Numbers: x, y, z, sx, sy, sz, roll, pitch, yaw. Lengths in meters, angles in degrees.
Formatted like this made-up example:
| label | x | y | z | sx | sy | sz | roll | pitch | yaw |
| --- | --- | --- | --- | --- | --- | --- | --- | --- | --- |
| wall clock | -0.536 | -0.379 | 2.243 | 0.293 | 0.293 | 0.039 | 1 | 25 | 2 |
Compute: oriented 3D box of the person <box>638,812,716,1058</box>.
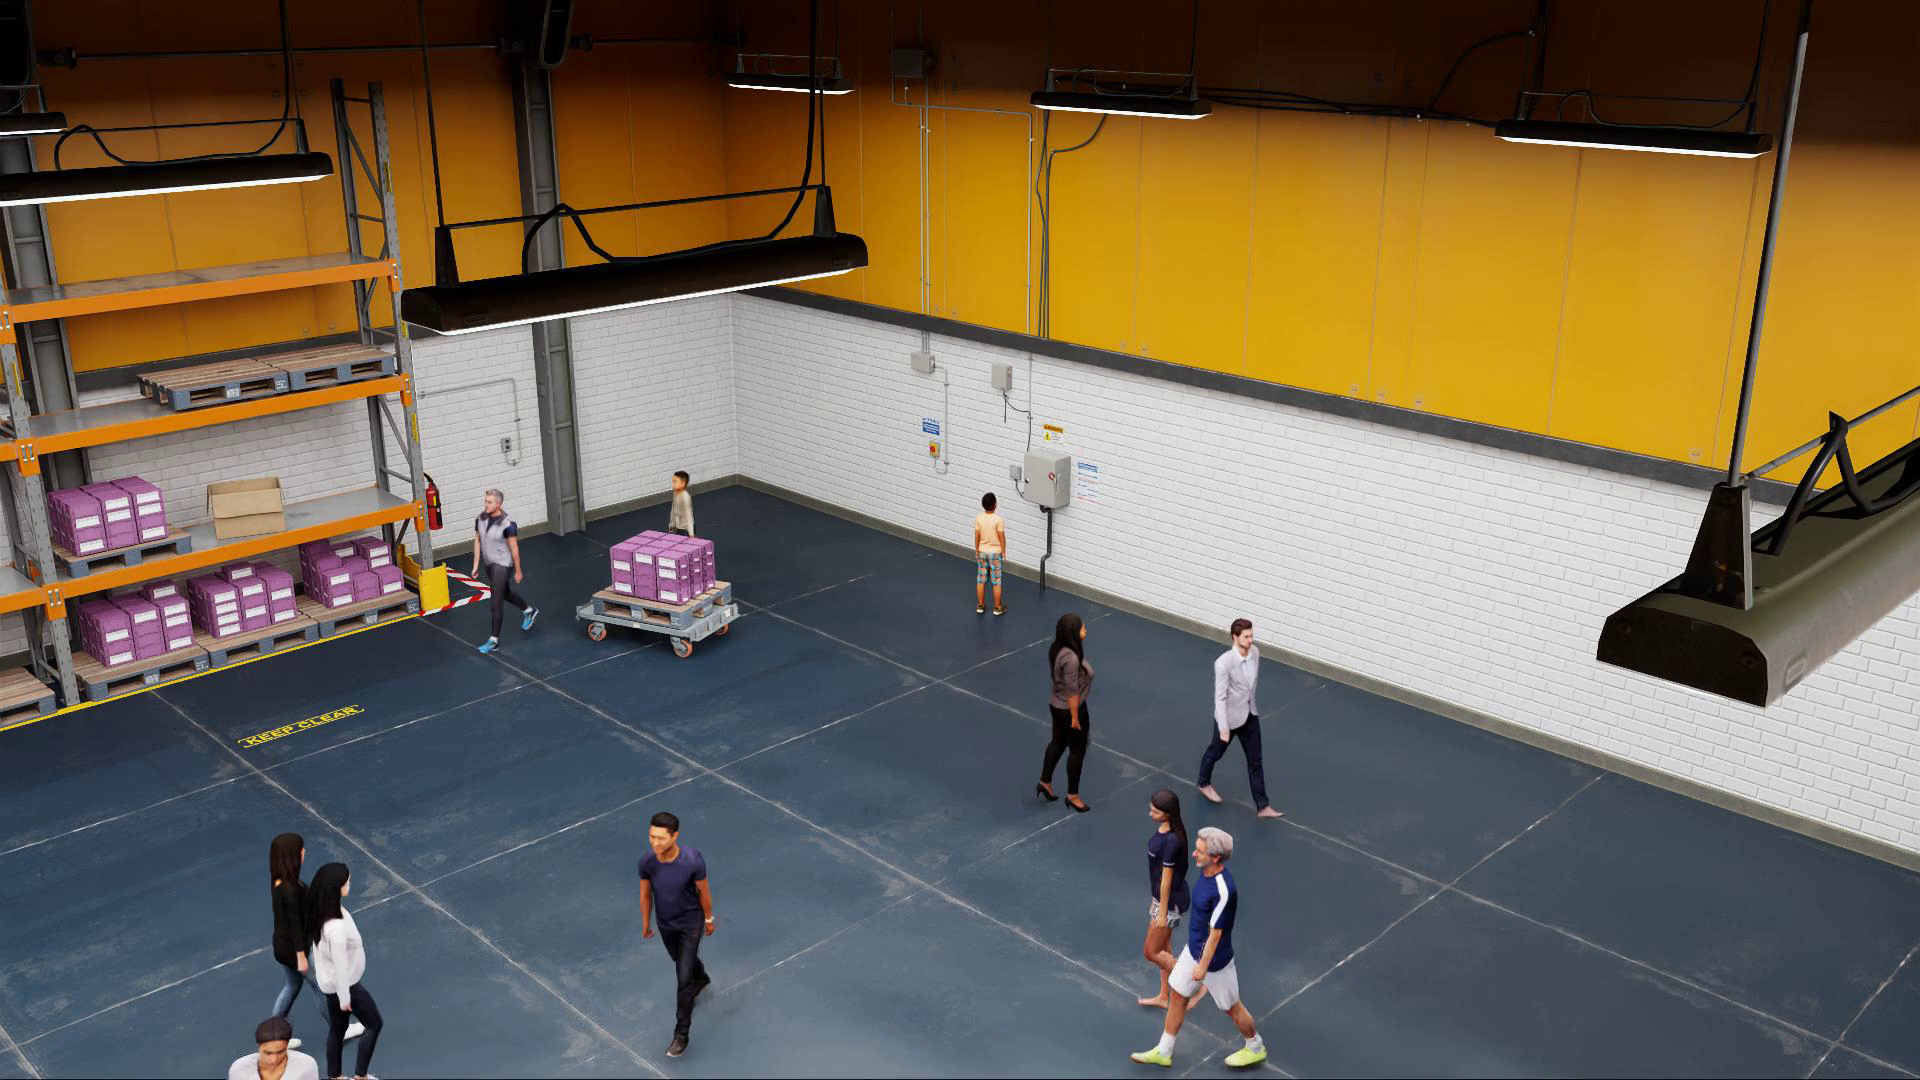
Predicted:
| label | x | y | z | sx | sy | sz | roll | pitch | yaw |
| --- | --- | --- | --- | --- | --- | --- | --- | --- | --- |
| person | -1.906 | 2.614 | 11.547 | 1.016 | 1.737 | 1.230 | 5 | 19 | 15 |

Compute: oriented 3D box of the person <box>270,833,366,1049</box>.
| label | x | y | z | sx | sy | sz | roll | pitch | yaw |
| --- | --- | --- | --- | --- | --- | --- | --- | --- | --- |
| person | -4.571 | 2.761 | 11.285 | 0.940 | 1.625 | 0.673 | -14 | 23 | -35 |

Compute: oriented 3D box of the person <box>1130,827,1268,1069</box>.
| label | x | y | z | sx | sy | sz | roll | pitch | yaw |
| --- | --- | --- | --- | --- | --- | --- | --- | --- | --- |
| person | 1.744 | 2.752 | 11.037 | 1.228 | 1.801 | 1.035 | -4 | 19 | -11 |

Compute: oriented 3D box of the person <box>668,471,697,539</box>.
| label | x | y | z | sx | sy | sz | roll | pitch | yaw |
| --- | --- | --- | --- | --- | --- | --- | --- | --- | --- |
| person | -3.272 | -0.143 | 20.183 | 0.612 | 1.450 | 0.600 | -10 | 21 | -27 |

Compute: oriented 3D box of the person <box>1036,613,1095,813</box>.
| label | x | y | z | sx | sy | sz | roll | pitch | yaw |
| --- | --- | --- | --- | --- | --- | --- | --- | --- | --- |
| person | 0.914 | 1.507 | 14.663 | 0.819 | 1.846 | 0.783 | -5 | 19 | -16 |

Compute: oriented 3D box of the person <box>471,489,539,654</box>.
| label | x | y | z | sx | sy | sz | roll | pitch | yaw |
| --- | --- | --- | --- | --- | --- | --- | --- | --- | --- |
| person | -5.026 | 0.286 | 18.374 | 0.852 | 1.792 | 1.290 | 12 | 22 | 32 |

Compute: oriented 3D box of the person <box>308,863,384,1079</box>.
| label | x | y | z | sx | sy | sz | roll | pitch | yaw |
| --- | --- | --- | --- | --- | --- | --- | --- | --- | --- |
| person | -4.106 | 2.897 | 10.788 | 0.613 | 1.685 | 0.645 | -14 | 23 | -36 |

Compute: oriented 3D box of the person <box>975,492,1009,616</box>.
| label | x | y | z | sx | sy | sz | roll | pitch | yaw |
| --- | --- | --- | --- | --- | --- | --- | --- | --- | --- |
| person | 0.349 | 0.149 | 19.299 | 0.598 | 1.462 | 0.621 | 6 | 20 | 18 |

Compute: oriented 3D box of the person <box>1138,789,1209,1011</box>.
| label | x | y | z | sx | sy | sz | roll | pitch | yaw |
| --- | --- | --- | --- | --- | --- | --- | --- | --- | --- |
| person | 1.558 | 2.555 | 11.707 | 0.836 | 1.746 | 0.793 | 3 | 19 | 10 |

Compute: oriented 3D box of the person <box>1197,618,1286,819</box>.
| label | x | y | z | sx | sy | sz | roll | pitch | yaw |
| --- | --- | --- | --- | --- | --- | --- | --- | --- | --- |
| person | 2.362 | 1.540 | 14.640 | 1.186 | 1.797 | 0.919 | -12 | 22 | -32 |

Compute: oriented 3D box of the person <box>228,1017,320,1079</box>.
| label | x | y | z | sx | sy | sz | roll | pitch | yaw |
| --- | --- | --- | --- | --- | --- | --- | --- | --- | --- |
| person | -3.827 | 3.360 | 9.368 | 0.804 | 1.713 | 0.907 | -3 | 19 | -8 |
